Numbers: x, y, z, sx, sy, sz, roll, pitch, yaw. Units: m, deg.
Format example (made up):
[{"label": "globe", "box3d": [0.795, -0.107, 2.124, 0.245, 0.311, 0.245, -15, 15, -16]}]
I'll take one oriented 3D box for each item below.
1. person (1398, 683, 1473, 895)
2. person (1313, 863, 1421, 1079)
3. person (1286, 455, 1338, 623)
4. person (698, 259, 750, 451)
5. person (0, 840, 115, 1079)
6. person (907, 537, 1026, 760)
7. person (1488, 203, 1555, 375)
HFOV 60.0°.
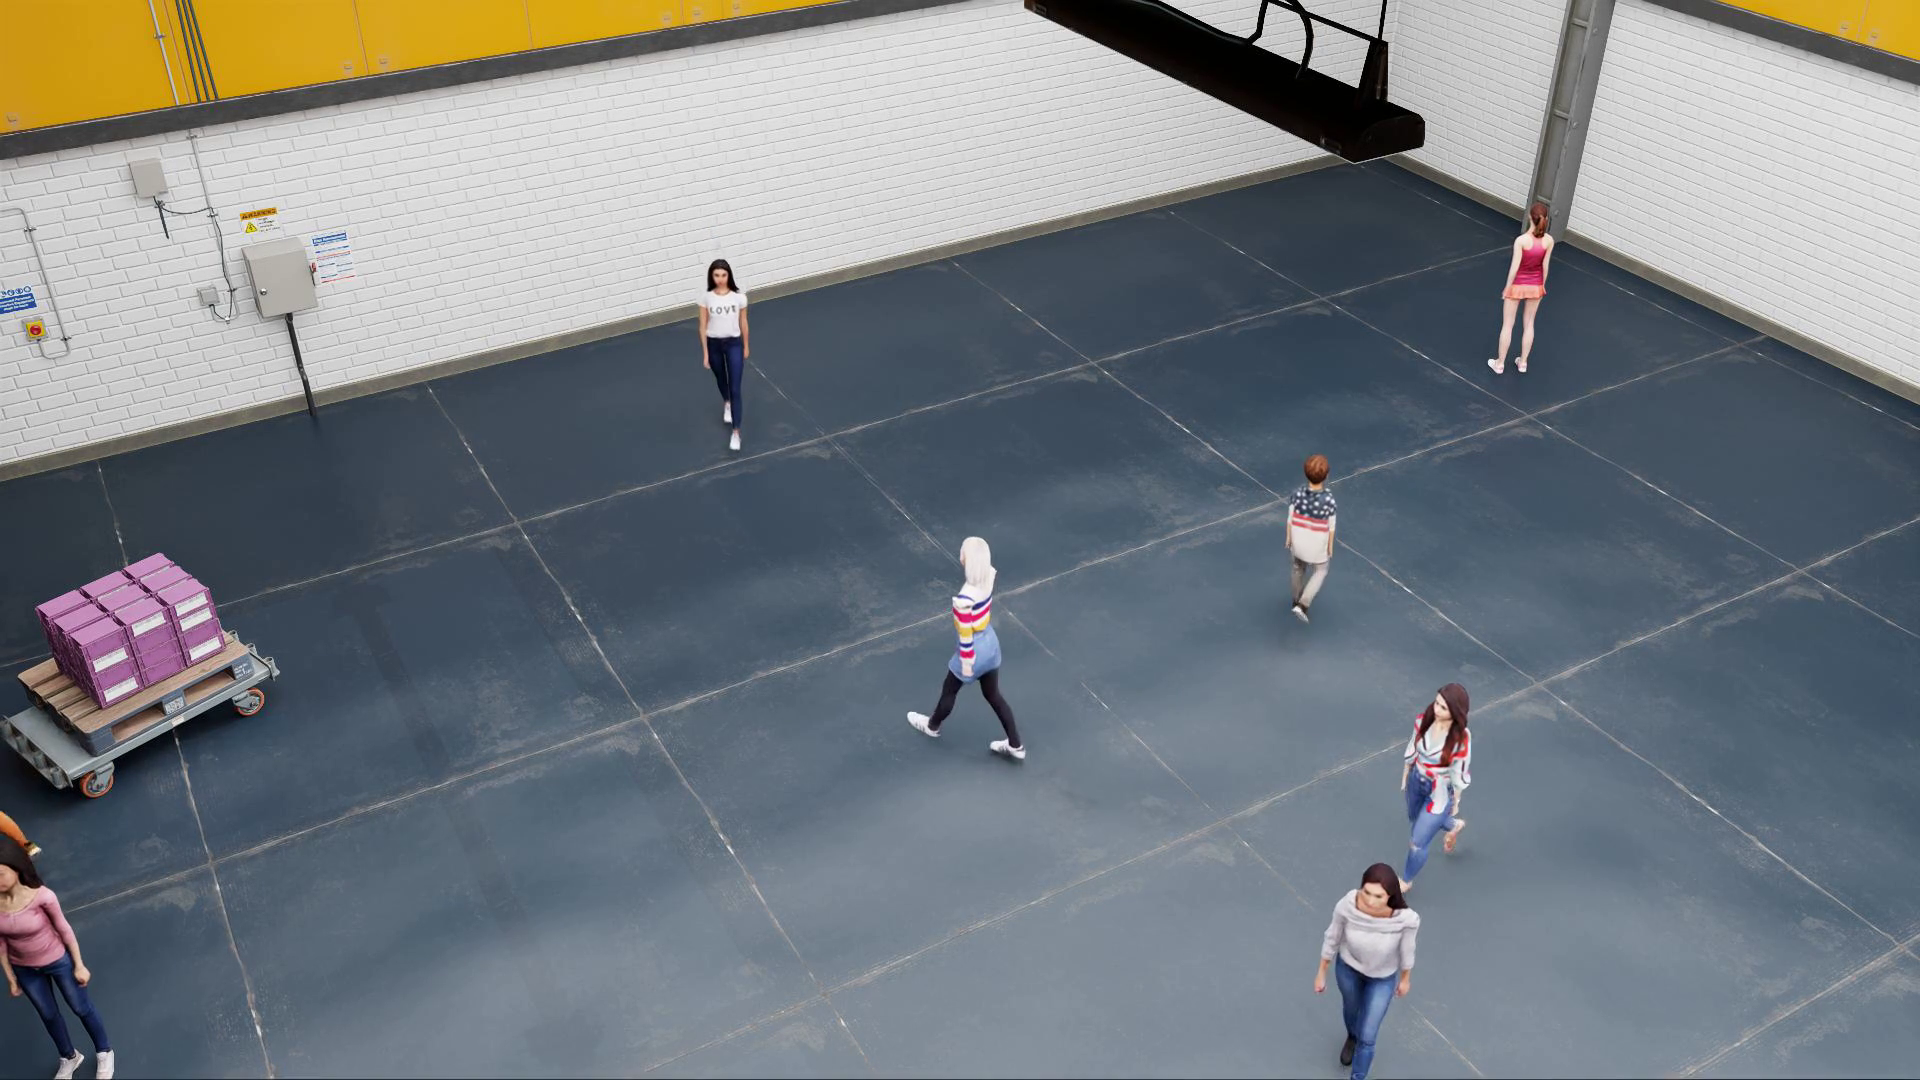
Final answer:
[{"label": "person", "box3d": [3.003, 1.526, 10.362, 0.700, 1.593, 0.914, -21, 39, -28]}, {"label": "person", "box3d": [2.248, 2.326, 9.147, 0.934, 1.606, 0.953, 15, 37, 22]}, {"label": "person", "box3d": [2.685, 0.012, 12.786, 0.787, 1.432, 0.801, 16, 37, 23]}, {"label": "person", "box3d": [-2.152, -1.759, 15.183, 0.942, 1.727, 1.199, -1, 34, -2]}, {"label": "person", "box3d": [-4.977, 2.302, 9.060, 0.648, 1.742, 0.649, -2, 34, -3]}, {"label": "person", "box3d": [0.190, 0.782, 11.332, 1.232, 1.759, 1.033, 18, 37, 24]}, {"label": "person", "box3d": [5.499, -2.455, 16.207, 0.655, 1.754, 0.683, -3, 34, -4]}]
